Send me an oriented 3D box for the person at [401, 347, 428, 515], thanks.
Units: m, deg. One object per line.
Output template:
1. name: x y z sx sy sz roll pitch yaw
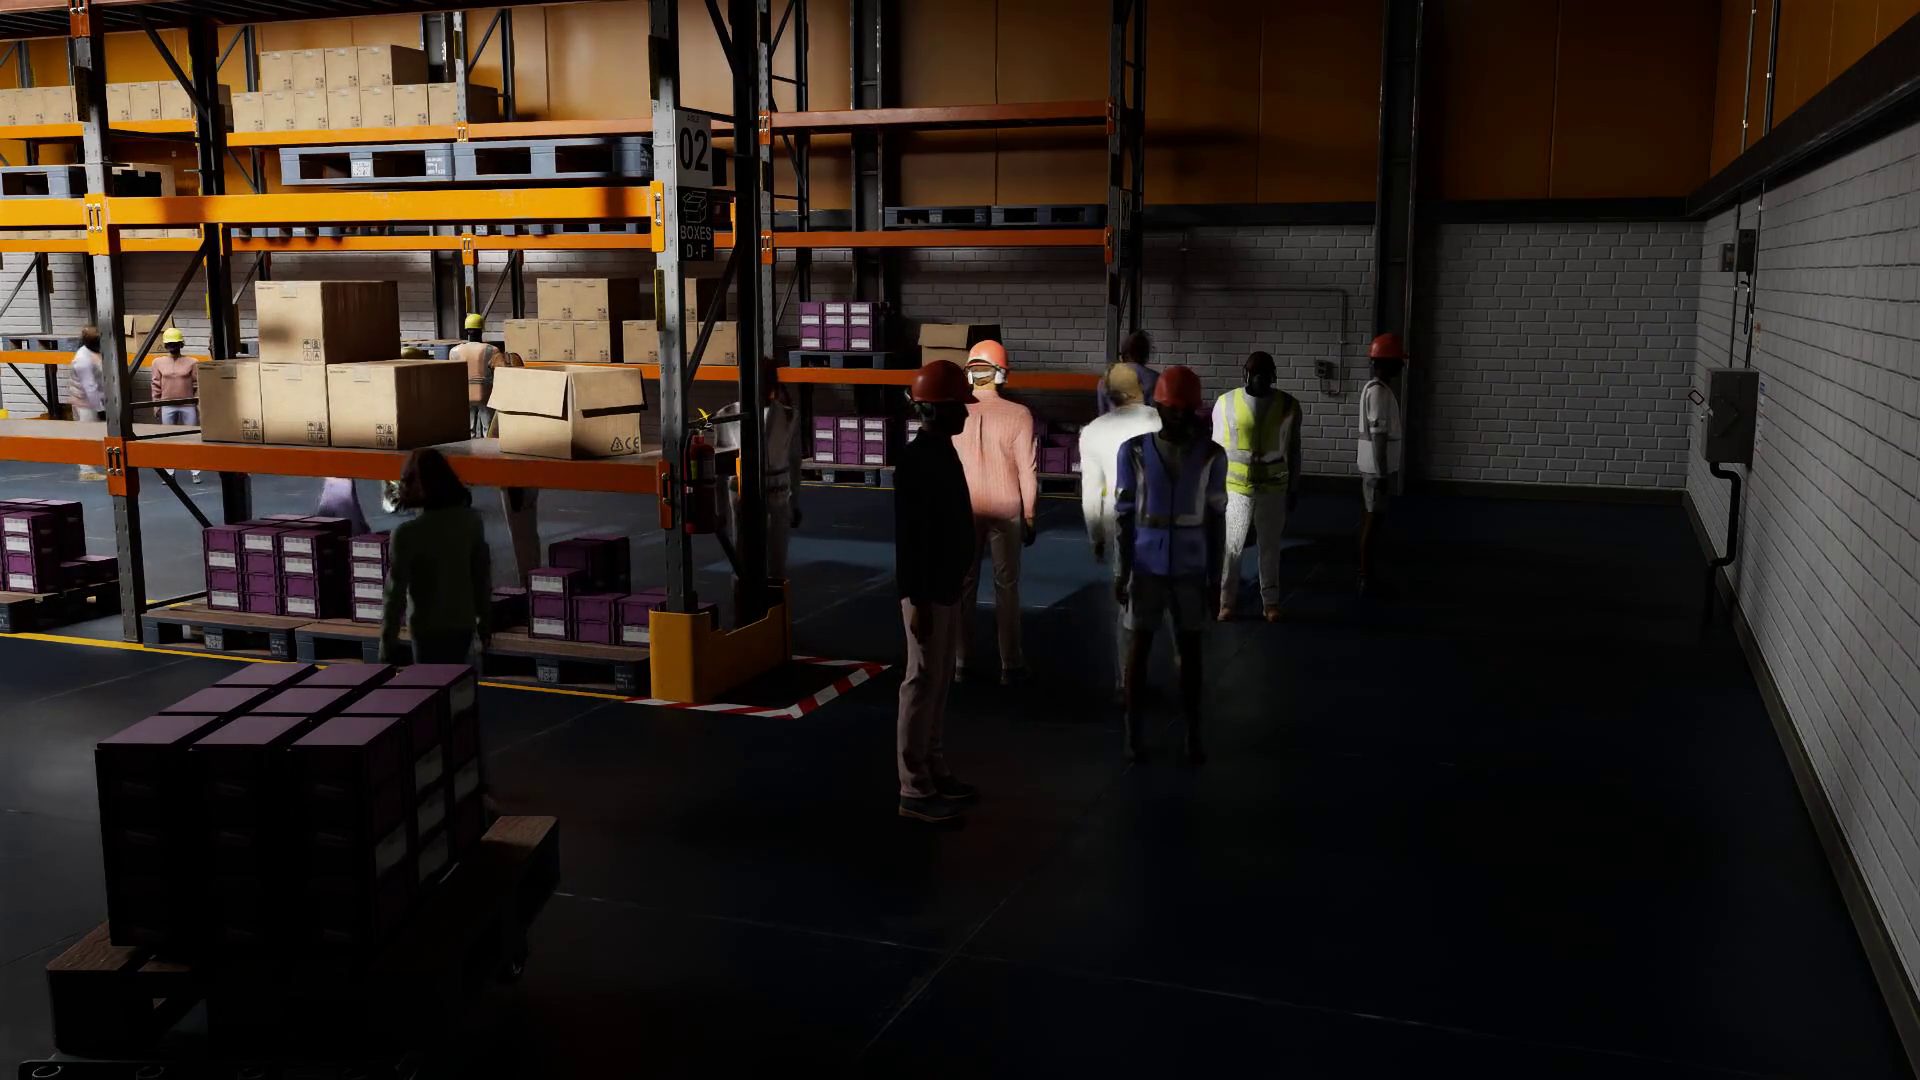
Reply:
1. person: -4.035 -0.532 12.474 0.404 1.826 0.587 -1 9 -5

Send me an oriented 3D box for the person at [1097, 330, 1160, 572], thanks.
1. person: 1.373 -0.674 13.095 0.663 1.931 0.354 8 12 43

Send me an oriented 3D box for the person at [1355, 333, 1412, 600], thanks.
1. person: 3.092 -0.541 12.176 0.356 1.937 0.552 2 9 11

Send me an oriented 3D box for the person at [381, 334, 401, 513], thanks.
1. person: -5.635 -1.183 16.517 0.533 1.837 0.764 -8 12 -41

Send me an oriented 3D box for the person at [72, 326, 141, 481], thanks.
1. person: -9.753 -1.537 18.931 0.749 1.790 0.696 1 9 5

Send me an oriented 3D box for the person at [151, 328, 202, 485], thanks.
1. person: -8.812 -1.501 18.746 0.533 1.768 0.310 -3 10 -18

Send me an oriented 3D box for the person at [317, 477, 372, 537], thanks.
1. person: -5.137 -0.778 13.915 1.007 1.851 0.664 4 10 24

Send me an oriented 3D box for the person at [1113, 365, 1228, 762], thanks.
1. person: 1.015 0.123 8.034 0.549 1.930 0.376 0 9 3

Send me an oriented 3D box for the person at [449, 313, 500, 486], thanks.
1. person: -5.395 -1.566 18.636 0.587 1.930 0.359 0 9 -1

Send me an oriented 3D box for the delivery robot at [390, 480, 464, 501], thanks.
1. delivery robot: -5.282 -0.590 16.518 0.707 0.478 0.477 -5 10 -29

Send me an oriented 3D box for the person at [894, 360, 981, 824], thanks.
1. person: -0.096 0.215 7.250 0.388 1.992 0.625 2 9 13

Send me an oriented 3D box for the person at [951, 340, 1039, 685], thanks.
1. person: 0.158 -0.154 9.597 0.611 1.985 0.393 3 9 16

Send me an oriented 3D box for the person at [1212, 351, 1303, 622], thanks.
1. person: 2.012 -0.360 11.335 0.627 1.847 0.429 1 9 4

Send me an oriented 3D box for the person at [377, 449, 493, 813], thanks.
1. person: -2.319 0.401 7.304 0.704 1.601 0.522 5 10 28

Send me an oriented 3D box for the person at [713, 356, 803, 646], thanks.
1. person: -1.266 -0.225 10.404 0.595 1.872 0.397 -5 10 -28

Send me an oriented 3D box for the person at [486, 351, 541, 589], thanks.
1. person: -3.083 -0.387 11.546 0.428 1.836 0.625 -2 9 -11

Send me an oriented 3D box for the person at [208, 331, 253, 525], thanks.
1. person: -6.607 -0.972 15.049 0.345 1.882 0.584 -2 9 -14

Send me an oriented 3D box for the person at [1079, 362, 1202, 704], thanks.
1. person: 1.046 -0.050 9.304 0.705 1.876 0.722 4 10 24
